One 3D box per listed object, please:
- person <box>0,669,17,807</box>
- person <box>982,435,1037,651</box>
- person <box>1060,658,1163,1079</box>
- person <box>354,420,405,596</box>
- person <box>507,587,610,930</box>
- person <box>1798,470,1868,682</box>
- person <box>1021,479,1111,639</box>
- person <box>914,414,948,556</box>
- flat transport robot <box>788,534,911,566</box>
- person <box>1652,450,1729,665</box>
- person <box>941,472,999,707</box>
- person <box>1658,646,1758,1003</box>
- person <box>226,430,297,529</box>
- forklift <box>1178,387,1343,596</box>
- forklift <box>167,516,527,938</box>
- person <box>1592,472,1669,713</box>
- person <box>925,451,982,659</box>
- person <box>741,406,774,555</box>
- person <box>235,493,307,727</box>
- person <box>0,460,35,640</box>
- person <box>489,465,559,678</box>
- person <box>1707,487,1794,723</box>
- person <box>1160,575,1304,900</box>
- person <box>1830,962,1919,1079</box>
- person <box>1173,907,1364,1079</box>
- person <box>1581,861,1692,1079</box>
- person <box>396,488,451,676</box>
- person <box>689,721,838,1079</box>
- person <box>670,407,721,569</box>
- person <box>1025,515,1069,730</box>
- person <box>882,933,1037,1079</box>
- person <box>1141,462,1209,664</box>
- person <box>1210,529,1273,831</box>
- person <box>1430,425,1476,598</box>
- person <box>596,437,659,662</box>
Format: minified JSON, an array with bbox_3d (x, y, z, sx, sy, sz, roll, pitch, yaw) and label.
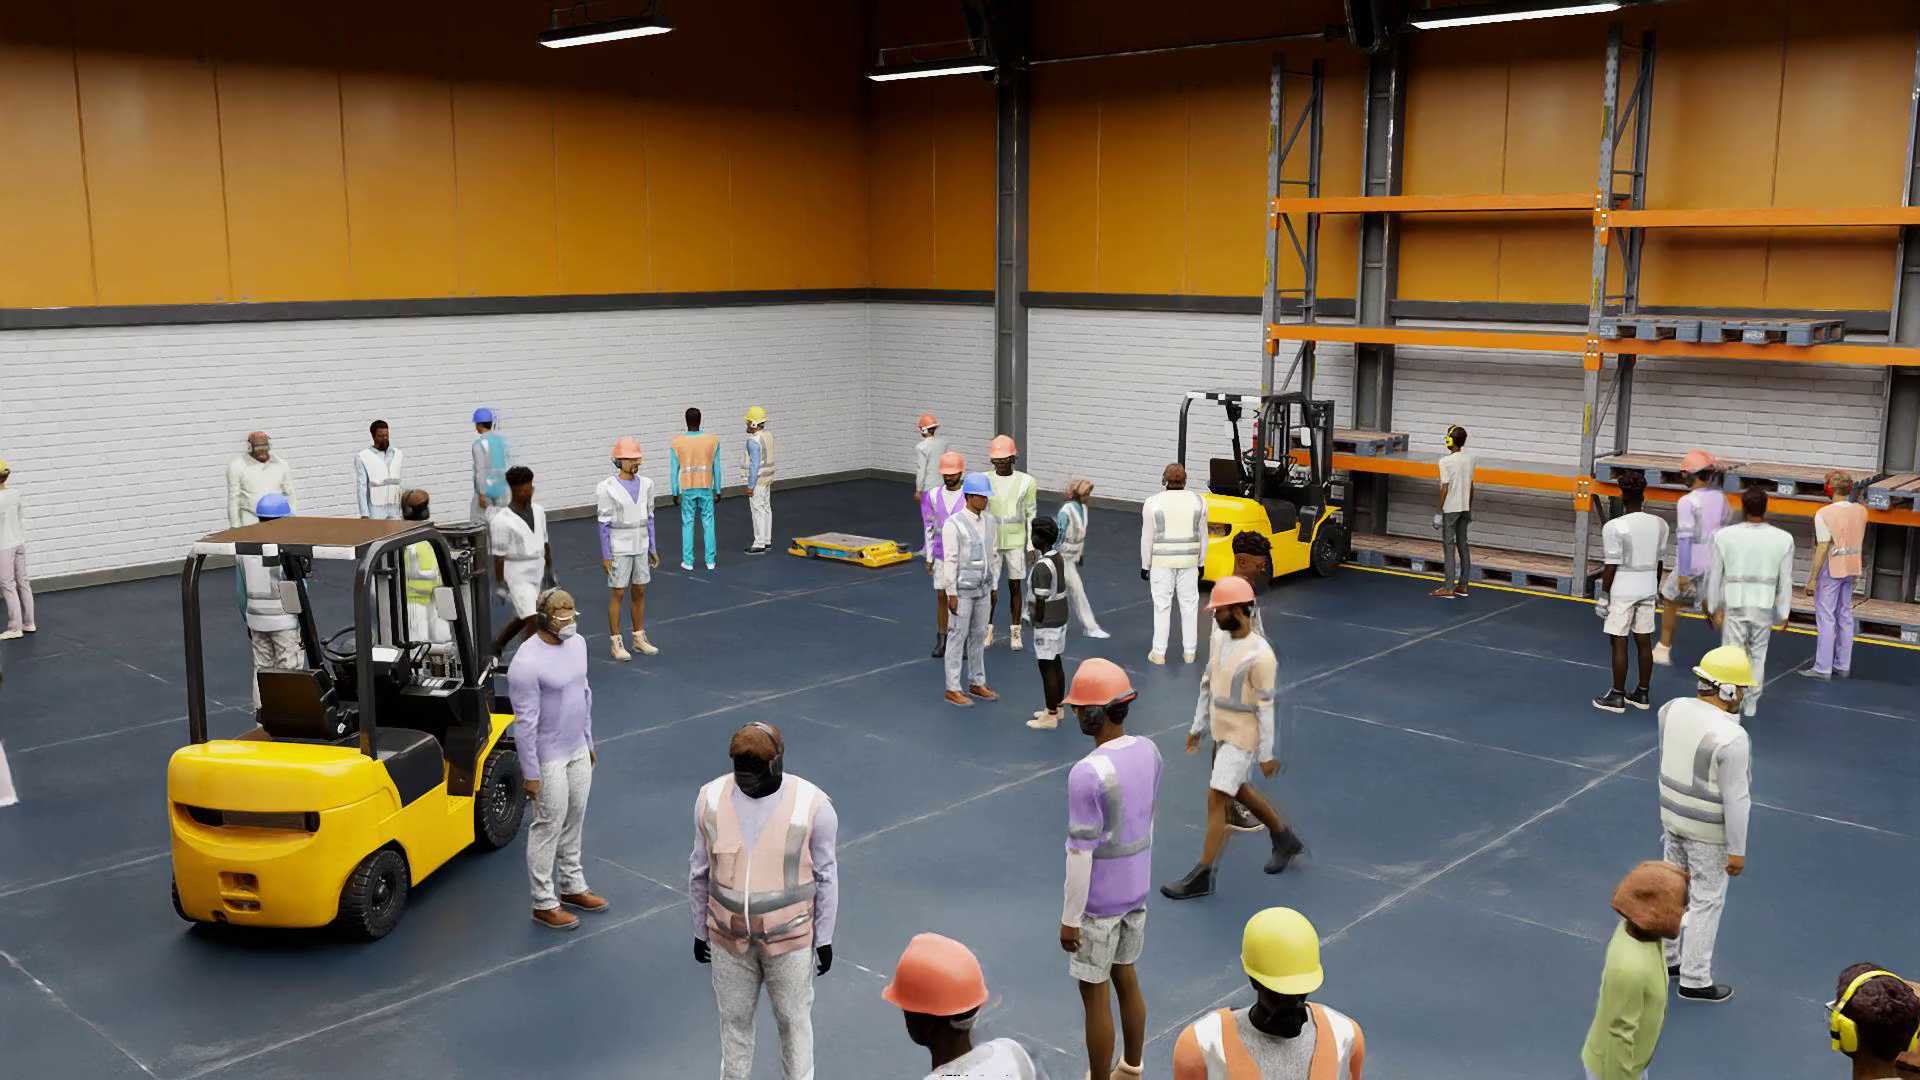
[{"bbox_3d":[-6.712,0.880,11.215,0.653,1.891,0.600,0,10,1],"label":"person"},{"bbox_3d":[0.407,0.031,15.560,0.615,2.040,0.391,1,10,7],"label":"person"},{"bbox_3d":[0.615,1.510,7.184,0.411,2.032,0.611,7,12,36],"label":"person"},{"bbox_3d":[-6.290,-0.354,18.109,0.376,1.917,0.600,6,12,32],"label":"person"},{"bbox_3d":[-2.240,1.199,9.249,0.381,1.929,0.636,4,11,19],"label":"person"},{"bbox_3d":[7.637,0.318,14.501,0.572,1.838,0.373,-4,11,-24],"label":"person"},{"bbox_3d":[1.012,0.154,16.249,1.006,1.559,0.530,5,11,26],"label":"person"},{"bbox_3d":[-0.383,-0.673,20.393,0.341,1.752,0.563,7,12,35],"label":"person"},{"bbox_3d":[-1.347,0.101,20.204,1.431,0.197,0.652,8,12,37],"label":"flat transport robot"},{"bbox_3d":[6.595,0.204,14.747,0.611,1.998,1.016,-5,11,-26],"label":"person"},{"bbox_3d":[0.100,0.403,13.757,0.408,1.942,0.609,9,14,43],"label":"person"},{"bbox_3d":[3.721,1.415,8.323,0.403,1.818,0.606,-2,10,-13],"label":"person"},{"bbox_3d":[-7.219,-0.198,17.290,0.442,1.893,0.683,10,14,44],"label":"person"},{"bbox_3d":[3.298,-0.608,18.767,1.214,2.155,2.313,9,13,42],"label":"forklift"},{"bbox_3d":[-3.583,0.976,9.748,1.214,2.155,2.313,2,10,11],"label":"forklift"},{"bbox_3d":[5.445,0.427,13.529,0.608,1.963,0.370,-3,11,-19],"label":"person"},{"bbox_3d":[-0.065,0.139,15.269,0.544,1.930,0.387,3,10,18],"label":"person"},{"bbox_3d":[-2.503,-0.737,20.524,0.403,1.837,0.590,2,10,12],"label":"person"},{"bbox_3d":[-5.129,0.615,12.511,0.617,1.943,0.402,4,11,23],"label":"person"},{"bbox_3d":[-9.235,0.081,16.063,0.331,1.767,0.527,0,10,2],"label":"person"},{"bbox_3d":[-3.826,0.299,14.367,0.919,1.942,0.609,4,11,22],"label":"person"},{"bbox_3d":[6.266,0.526,13.207,0.602,1.886,0.839,4,11,21],"label":"person"},{"bbox_3d":[1.643,1.128,9.780,0.995,1.888,0.540,-4,11,-20],"label":"person"},{"bbox_3d":[2.425,2.061,4.534,0.512,1.861,0.325,-2,10,-11],"label":"person"},{"bbox_3d":[0.893,1.975,4.823,0.587,1.928,0.381,-2,10,-13],"label":"person"},{"bbox_3d":[2.413,1.922,6.029,0.362,1.612,0.509,5,11,27],"label":"person"},{"bbox_3d":[-4.484,0.468,13.698,0.508,1.824,0.632,5,11,24],"label":"person"},{"bbox_3d":[-0.828,1.646,6.948,0.633,1.839,0.429,2,10,10],"label":"person"},{"bbox_3d":[-3.096,-0.597,19.526,0.587,1.911,0.397,-2,10,-14],"label":"person"},{"bbox_3d":[0.685,0.645,13.081,0.319,1.692,0.540,3,11,19],"label":"person"},{"bbox_3d":[-0.067,2.009,4.679,0.854,1.901,0.560,9,14,43],"label":"person"},{"bbox_3d":[1.936,0.213,15.097,0.621,1.845,0.429,-1,10,-7],"label":"person"},{"bbox_3d":[1.819,0.900,10.853,0.390,1.958,0.602,1,10,3],"label":"person"},{"bbox_3d":[5.326,-0.305,17.963,0.517,1.873,0.334,-5,11,-28],"label":"person"},{"bbox_3d":[-3.031,0.078,15.280,0.365,2.048,0.608,9,13,42],"label":"person"}]
